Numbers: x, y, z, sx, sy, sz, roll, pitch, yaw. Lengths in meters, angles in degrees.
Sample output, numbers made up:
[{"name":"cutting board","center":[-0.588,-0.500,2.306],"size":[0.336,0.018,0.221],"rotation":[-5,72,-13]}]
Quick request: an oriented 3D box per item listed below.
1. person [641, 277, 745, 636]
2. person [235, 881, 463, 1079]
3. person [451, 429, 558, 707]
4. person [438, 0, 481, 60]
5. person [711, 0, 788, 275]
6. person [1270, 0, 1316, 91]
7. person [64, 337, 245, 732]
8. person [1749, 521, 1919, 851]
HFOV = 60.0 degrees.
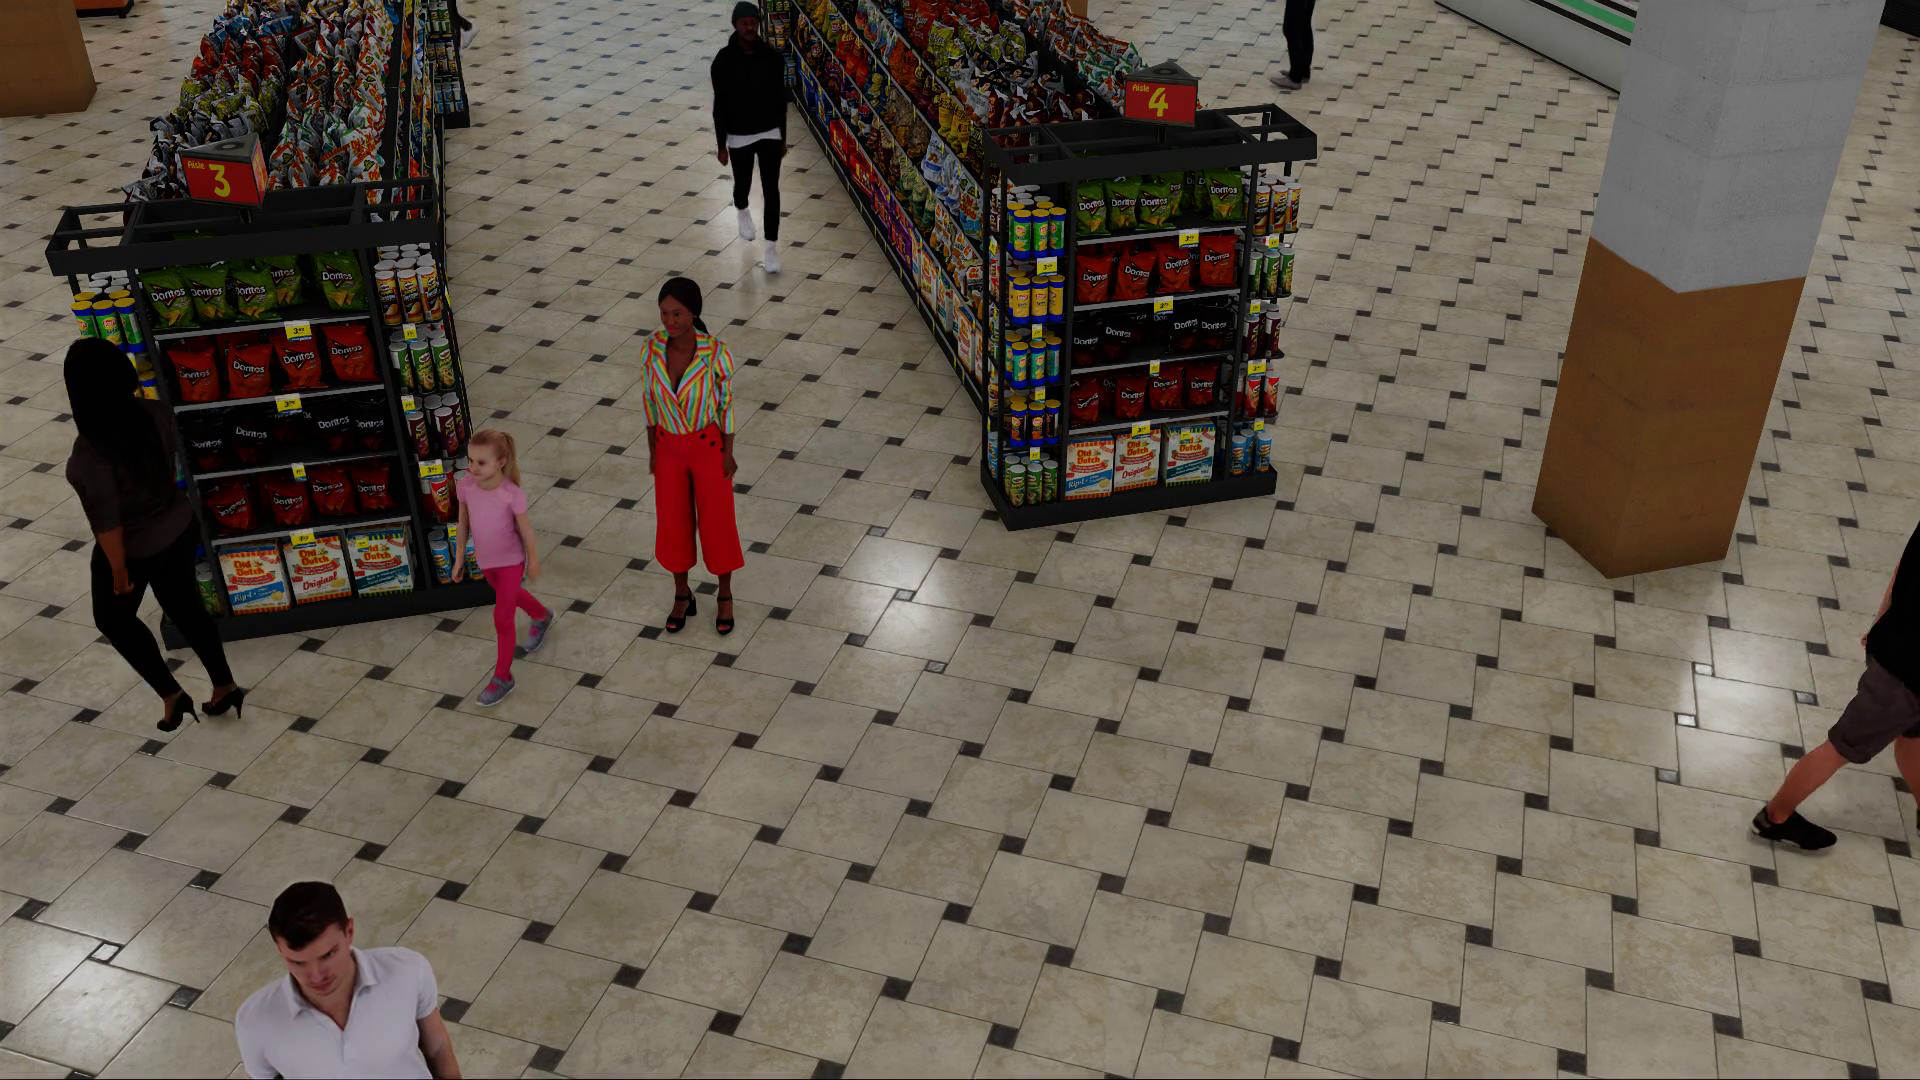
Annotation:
[{"name":"person","center":[-1.213,-0.360,7.567],"size":[0.675,1.792,0.652],"rotation":[4,32,6]},{"name":"person","center":[-1.532,1.597,4.367],"size":[0.704,1.851,0.617],"rotation":[-16,35,-23]},{"name":"person","center":[-2.020,0.047,7.422],"size":[0.828,1.254,0.957],"rotation":[12,34,19]},{"name":"person","center":[-4.828,-5.423,15.813],"size":[0.857,1.676,0.815],"rotation":[-28,41,-37]},{"name":"person","center":[-1.446,-2.812,11.510],"size":[0.682,1.790,1.152],"rotation":[-7,33,-11]},{"name":"person","center":[3.119,-5.031,15.005],"size":[0.843,1.865,0.791],"rotation":[18,36,27]},{"name":"person","center":[-3.271,0.049,6.884],"size":[0.852,1.820,0.771],"rotation":[10,33,16]},{"name":"person","center":[3.460,0.455,6.239],"size":[1.078,1.811,1.219],"rotation":[5,32,9]}]
